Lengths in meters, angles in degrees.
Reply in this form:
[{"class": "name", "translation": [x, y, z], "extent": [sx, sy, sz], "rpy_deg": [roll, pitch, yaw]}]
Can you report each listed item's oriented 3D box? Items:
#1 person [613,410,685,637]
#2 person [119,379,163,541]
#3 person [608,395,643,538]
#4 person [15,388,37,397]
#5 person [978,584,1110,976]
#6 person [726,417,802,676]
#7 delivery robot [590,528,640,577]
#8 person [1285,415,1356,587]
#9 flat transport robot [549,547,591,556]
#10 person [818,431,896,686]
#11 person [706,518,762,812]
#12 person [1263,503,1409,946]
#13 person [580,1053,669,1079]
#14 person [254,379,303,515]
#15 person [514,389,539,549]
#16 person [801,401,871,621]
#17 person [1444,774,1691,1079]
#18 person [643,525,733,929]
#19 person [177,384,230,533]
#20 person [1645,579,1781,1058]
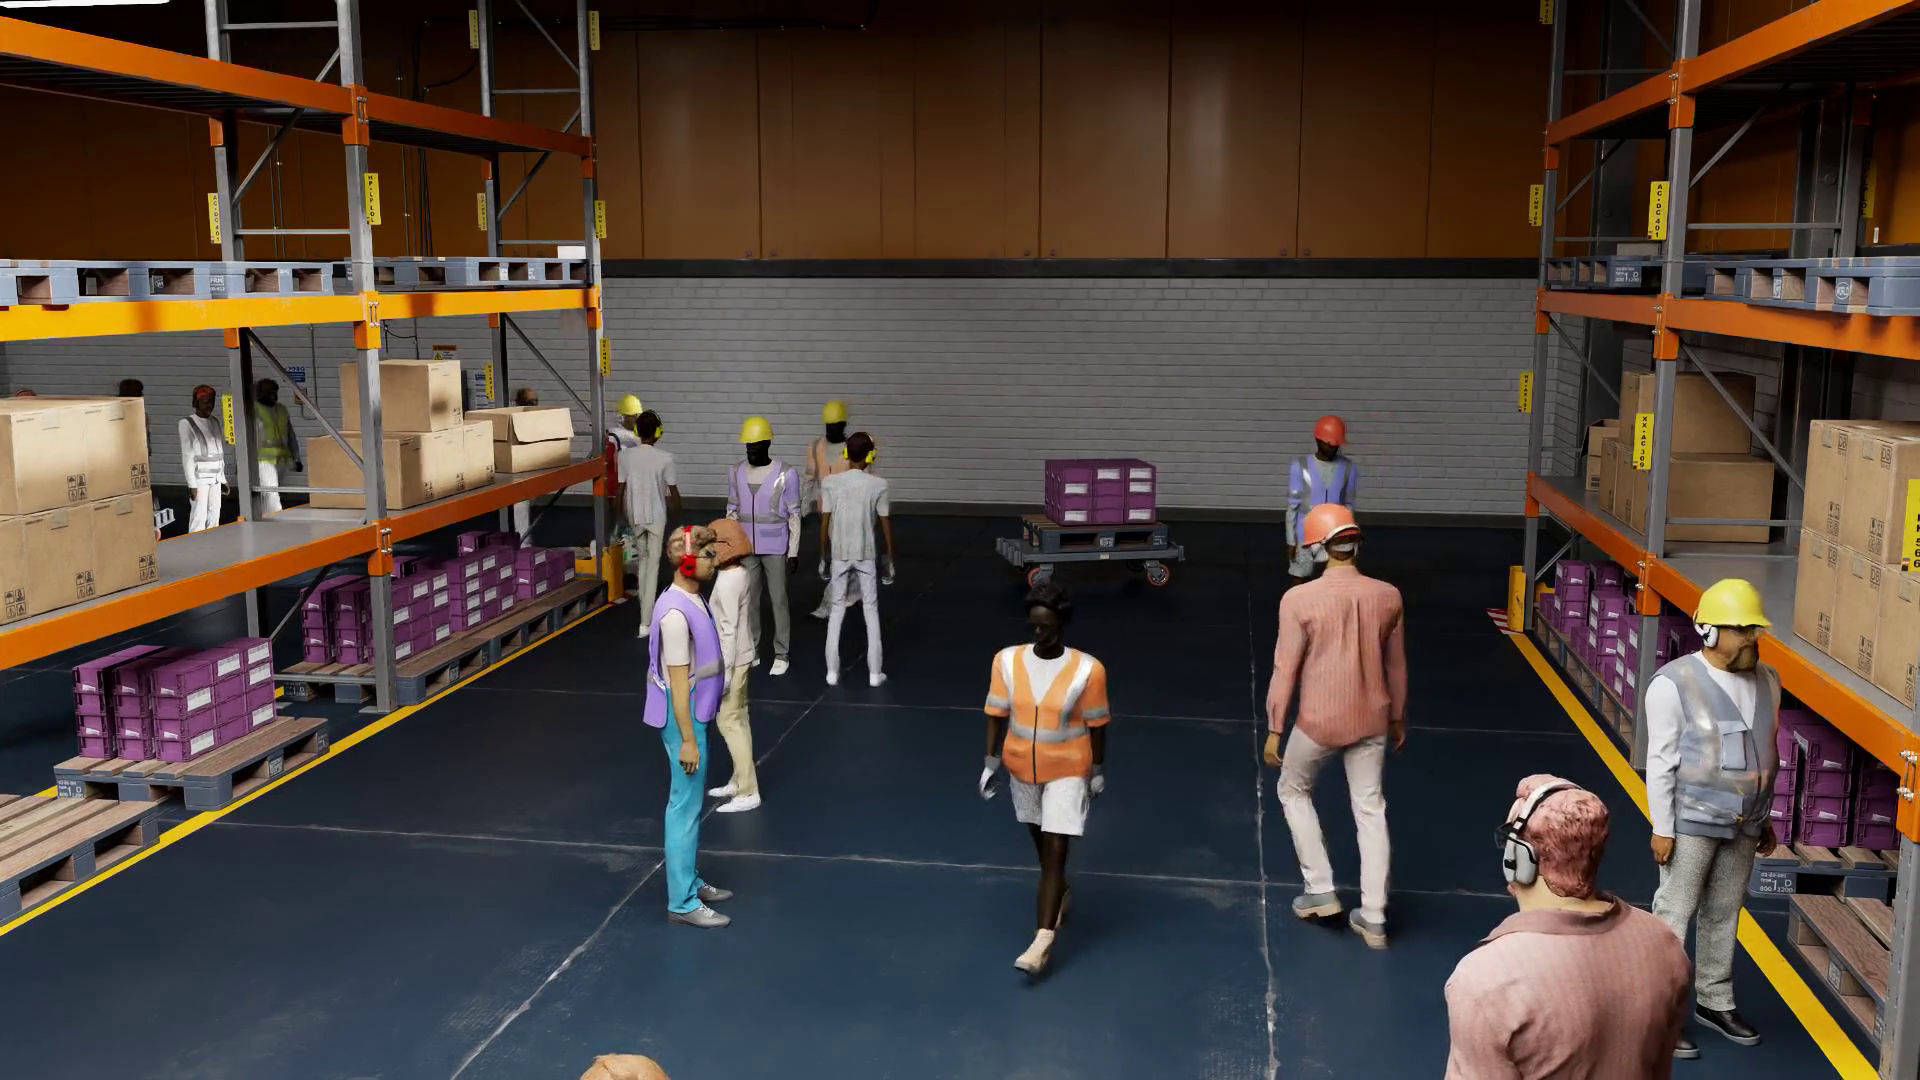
[{"class": "person", "translation": [-2.541, -0.151, 13.768], "extent": [0.563, 1.841, 0.701], "rpy_deg": [2, 9, 11]}, {"class": "person", "translation": [-9.265, -0.890, 18.451], "extent": [0.735, 1.813, 0.650], "rpy_deg": [1, 9, 6]}, {"class": "person", "translation": [-3.294, -0.539, 16.342], "extent": [0.798, 1.804, 0.599], "rpy_deg": [6, 11, 31]}, {"class": "person", "translation": [-8.564, -0.445, 15.397], "extent": [0.643, 1.912, 0.410], "rpy_deg": [-7, 12, -38]}, {"class": "person", "translation": [0.356, 1.003, 7.228], "extent": [0.538, 1.645, 0.884], "rpy_deg": [4, 10, 24]}, {"class": "person", "translation": [-1.466, 0.049, 12.296], "extent": [0.594, 1.924, 0.379], "rpy_deg": [3, 10, 21]}, {"class": "delivery robot", "translation": [-3.196, 0.130, 15.730], "extent": [0.477, 0.478, 0.707], "rpy_deg": [-8, 12, -41]}, {"class": "person", "translation": [2.817, -0.032, 12.886], "extent": [0.616, 1.906, 0.497], "rpy_deg": [-1, 9, -5]}, {"class": "flat transport robot", "translation": [-4.070, 0.237, 16.231], "extent": [1.431, 0.197, 0.652], "rpy_deg": [-5, 11, -30]}, {"class": "person", "translation": [-0.750, 0.139, 12.021], "extent": [0.558, 1.846, 0.341], "rpy_deg": [0, 9, 2]}, {"class": "person", "translation": [-1.273, 0.694, 9.254], "extent": [0.344, 1.631, 0.522], "rpy_deg": [0, 9, 2]}, {"class": "person", "translation": [1.697, 0.818, 7.471], "extent": [0.751, 1.945, 0.627], "rpy_deg": [-3, 10, -15]}, {"class": "person", "translation": [-0.585, 1.700, 3.006], "extent": [0.507, 1.634, 0.274], "rpy_deg": [-1, 9, -7]}, {"class": "person", "translation": [-7.516, -0.862, 18.288], "extent": [0.923, 1.798, 0.639], "rpy_deg": [4, 10, 24]}, {"class": "person", "translation": [-4.480, -0.657, 17.110], "extent": [0.681, 1.799, 0.639], "rpy_deg": [5, 11, 29]}, {"class": "person", "translation": [-1.071, -0.275, 14.484], "extent": [0.599, 1.875, 1.025], "rpy_deg": [5, 10, 27]}, {"class": "person", "translation": [1.275, 1.455, 3.691], "extent": [0.651, 1.905, 0.402], "rpy_deg": [-5, 10, -28]}, {"class": "person", "translation": [-1.255, 0.845, 7.640], "extent": [0.380, 1.843, 0.570], "rpy_deg": [-1, 9, -5]}, {"class": "person", "translation": [-7.376, -0.576, 16.274], "extent": [0.353, 1.886, 0.573], "rpy_deg": [1, 9, 9]}, {"class": "person", "translation": [2.898, 1.053, 6.381], "extent": [0.588, 1.837, 0.404], "rpy_deg": [-3, 10, -20]}]
